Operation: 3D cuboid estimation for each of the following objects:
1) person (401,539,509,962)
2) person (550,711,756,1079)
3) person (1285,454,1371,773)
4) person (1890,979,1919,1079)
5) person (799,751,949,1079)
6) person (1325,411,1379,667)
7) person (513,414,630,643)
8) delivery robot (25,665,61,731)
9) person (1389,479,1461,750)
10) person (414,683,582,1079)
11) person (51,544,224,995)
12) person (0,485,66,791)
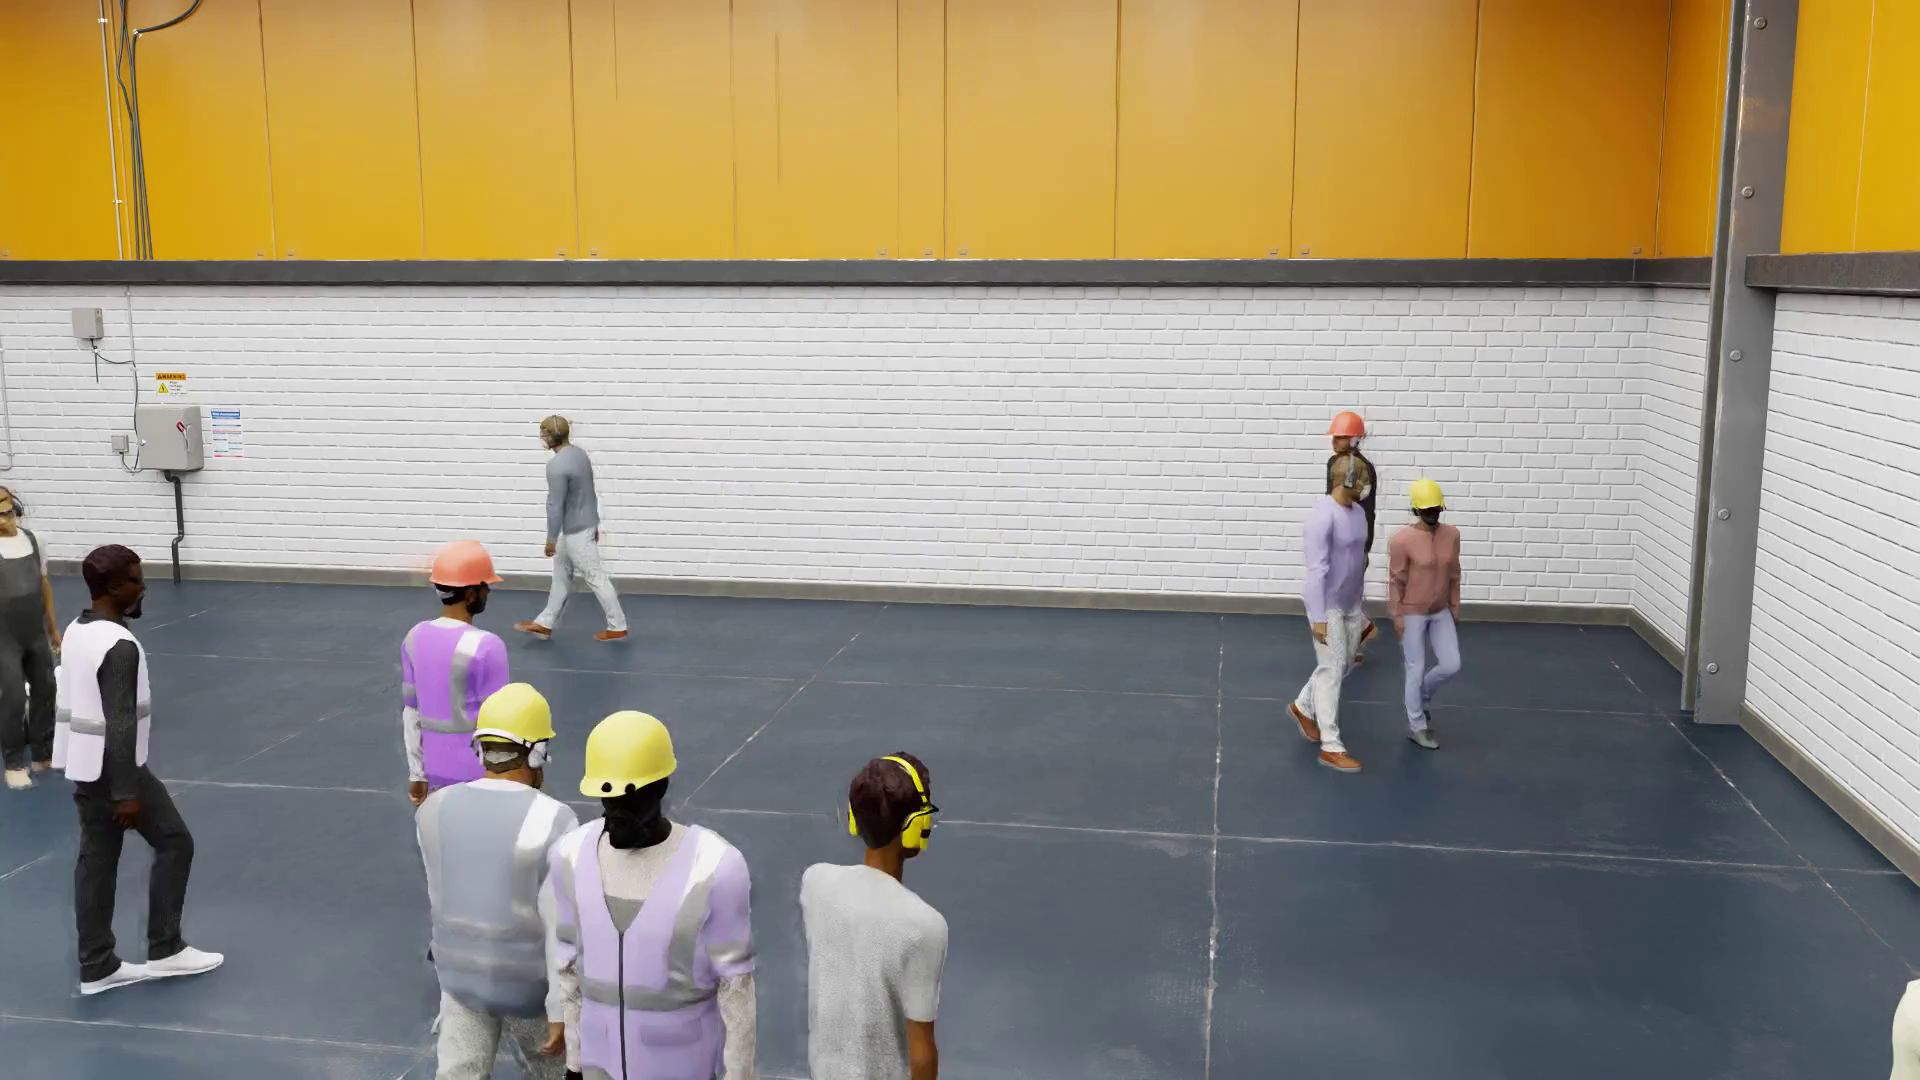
[{"bbox_3d":[-2.046,0.950,6.993,0.561,1.919,0.419,8,12,39],"label":"person"},{"bbox_3d":[-0.806,1.359,4.569,0.591,1.900,0.829,3,10,17],"label":"person"},{"bbox_3d":[2.238,0.424,10.248,0.711,1.931,0.705,8,12,39],"label":"person"},{"bbox_3d":[2.347,1.537,3.676,0.587,1.826,0.404,4,10,25],"label":"person"},{"bbox_3d":[-0.137,1.431,4.352,0.501,1.815,0.969,6,11,34],"label":"person"},{"bbox_3d":[2.966,-0.001,12.680,0.492,1.977,0.642,-3,10,-16],"label":"person"},{"bbox_3d":[-3.147,-0.078,13.463,0.962,1.881,0.650,0,9,0],"label":"person"},{"bbox_3d":[-5.741,0.967,10.812,0.477,0.478,0.707,2,9,10],"label":"delivery robot"},{"bbox_3d":[2.939,0.463,10.529,0.539,1.737,0.395,-4,10,-21],"label":"person"},{"bbox_3d":[-1.388,1.328,5.145,0.608,1.773,0.956,3,10,17],"label":"person"},{"bbox_3d":[-3.469,0.952,7.049,0.630,1.895,0.691,9,13,44],"label":"person"},{"bbox_3d":[-5.501,0.556,9.793,0.335,1.804,0.716,3,10,18],"label":"person"}]
